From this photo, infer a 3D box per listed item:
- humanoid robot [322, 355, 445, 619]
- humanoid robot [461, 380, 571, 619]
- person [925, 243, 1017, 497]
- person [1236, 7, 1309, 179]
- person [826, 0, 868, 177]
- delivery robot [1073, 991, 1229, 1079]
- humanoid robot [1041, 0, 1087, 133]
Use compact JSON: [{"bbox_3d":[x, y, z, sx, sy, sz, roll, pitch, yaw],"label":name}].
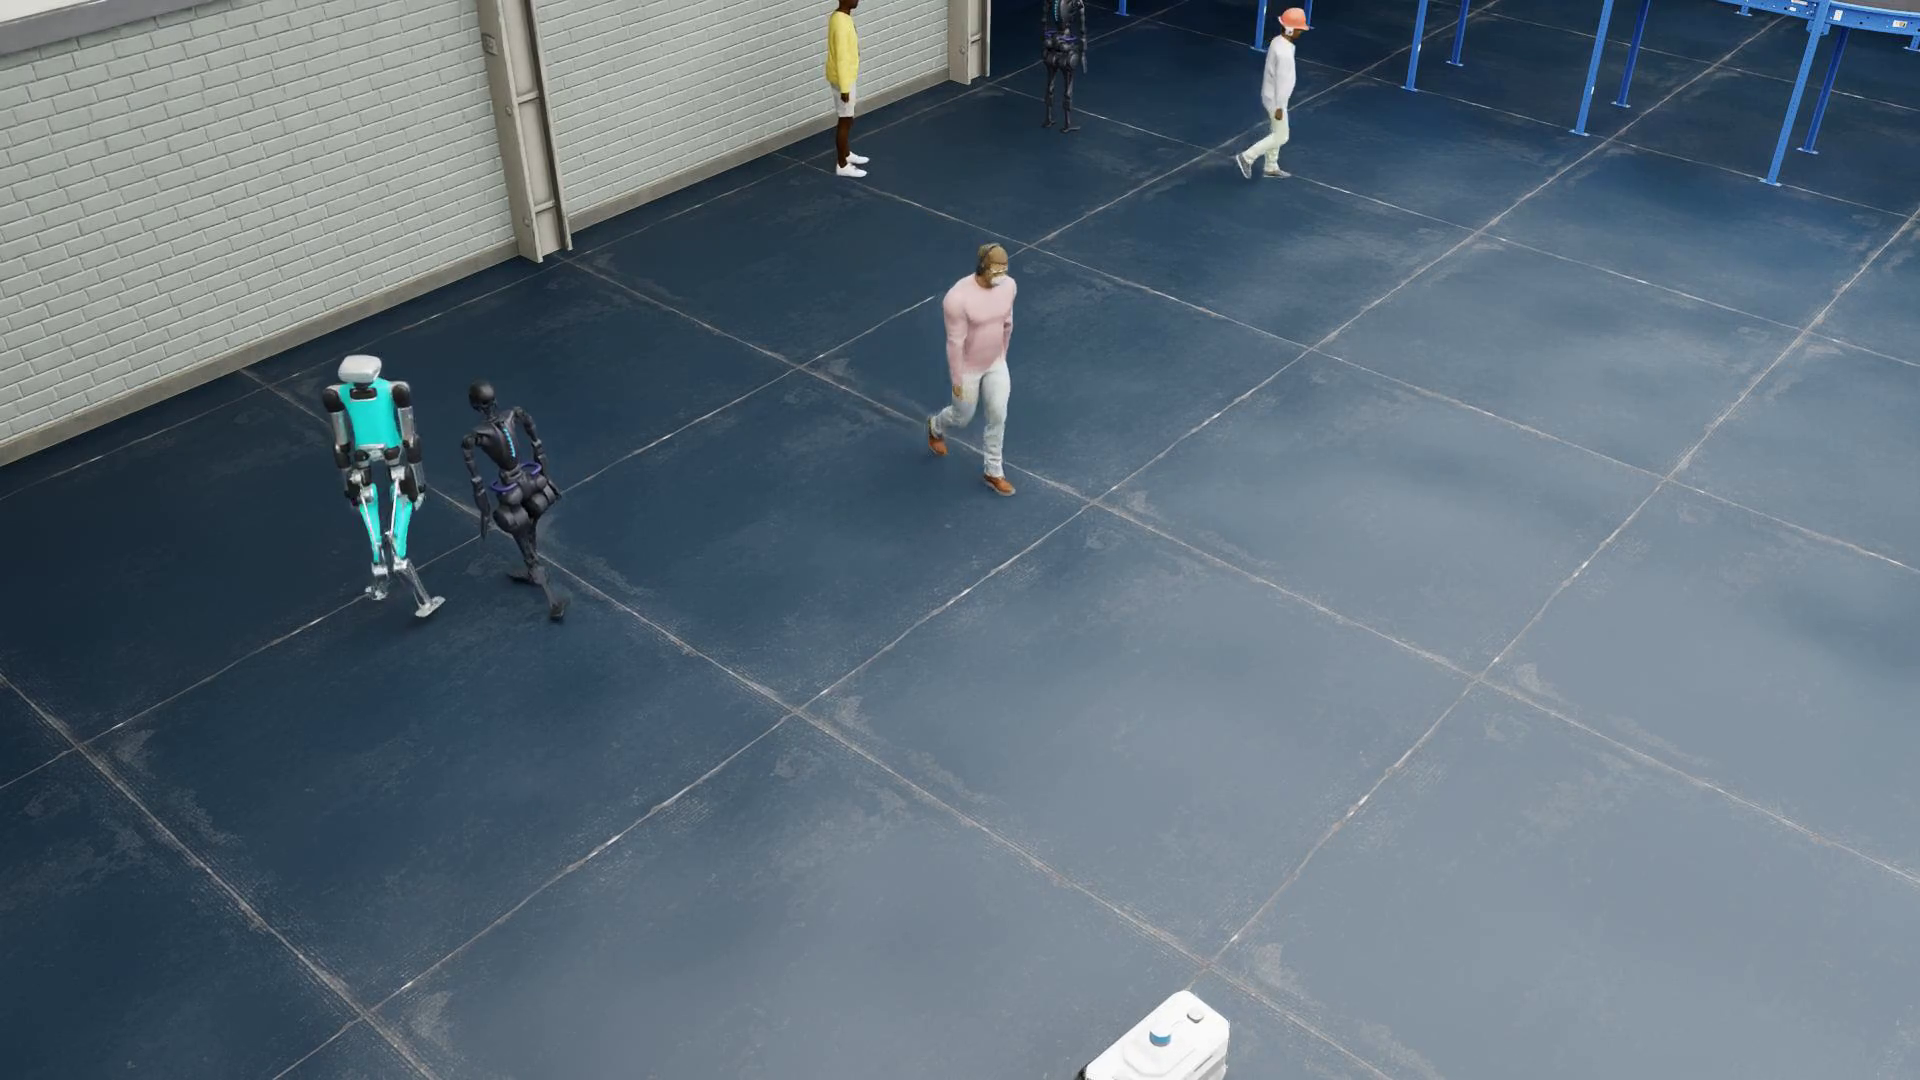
[{"bbox_3d":[-3.650,-0.232,10.454,0.555,1.748,0.814,-5,36,-6],"label":"humanoid robot"},{"bbox_3d":[-2.790,-0.278,10.610,0.666,1.623,0.600,25,43,31],"label":"humanoid robot"},{"bbox_3d":[0.099,-1.270,11.765,0.639,1.901,0.836,-22,41,-28],"label":"person"},{"bbox_3d":[3.066,-4.322,16.190,0.504,1.729,0.564,4,36,6],"label":"person"},{"bbox_3d":[-1.122,-4.526,16.347,0.376,1.893,0.543,0,35,0],"label":"person"},{"bbox_3d":[0.904,2.446,7.692,0.769,0.577,0.499,-29,44,-34],"label":"delivery robot"},{"bbox_3d":[1.061,-5.112,17.339,0.599,1.657,0.315,27,43,32],"label":"humanoid robot"}]
